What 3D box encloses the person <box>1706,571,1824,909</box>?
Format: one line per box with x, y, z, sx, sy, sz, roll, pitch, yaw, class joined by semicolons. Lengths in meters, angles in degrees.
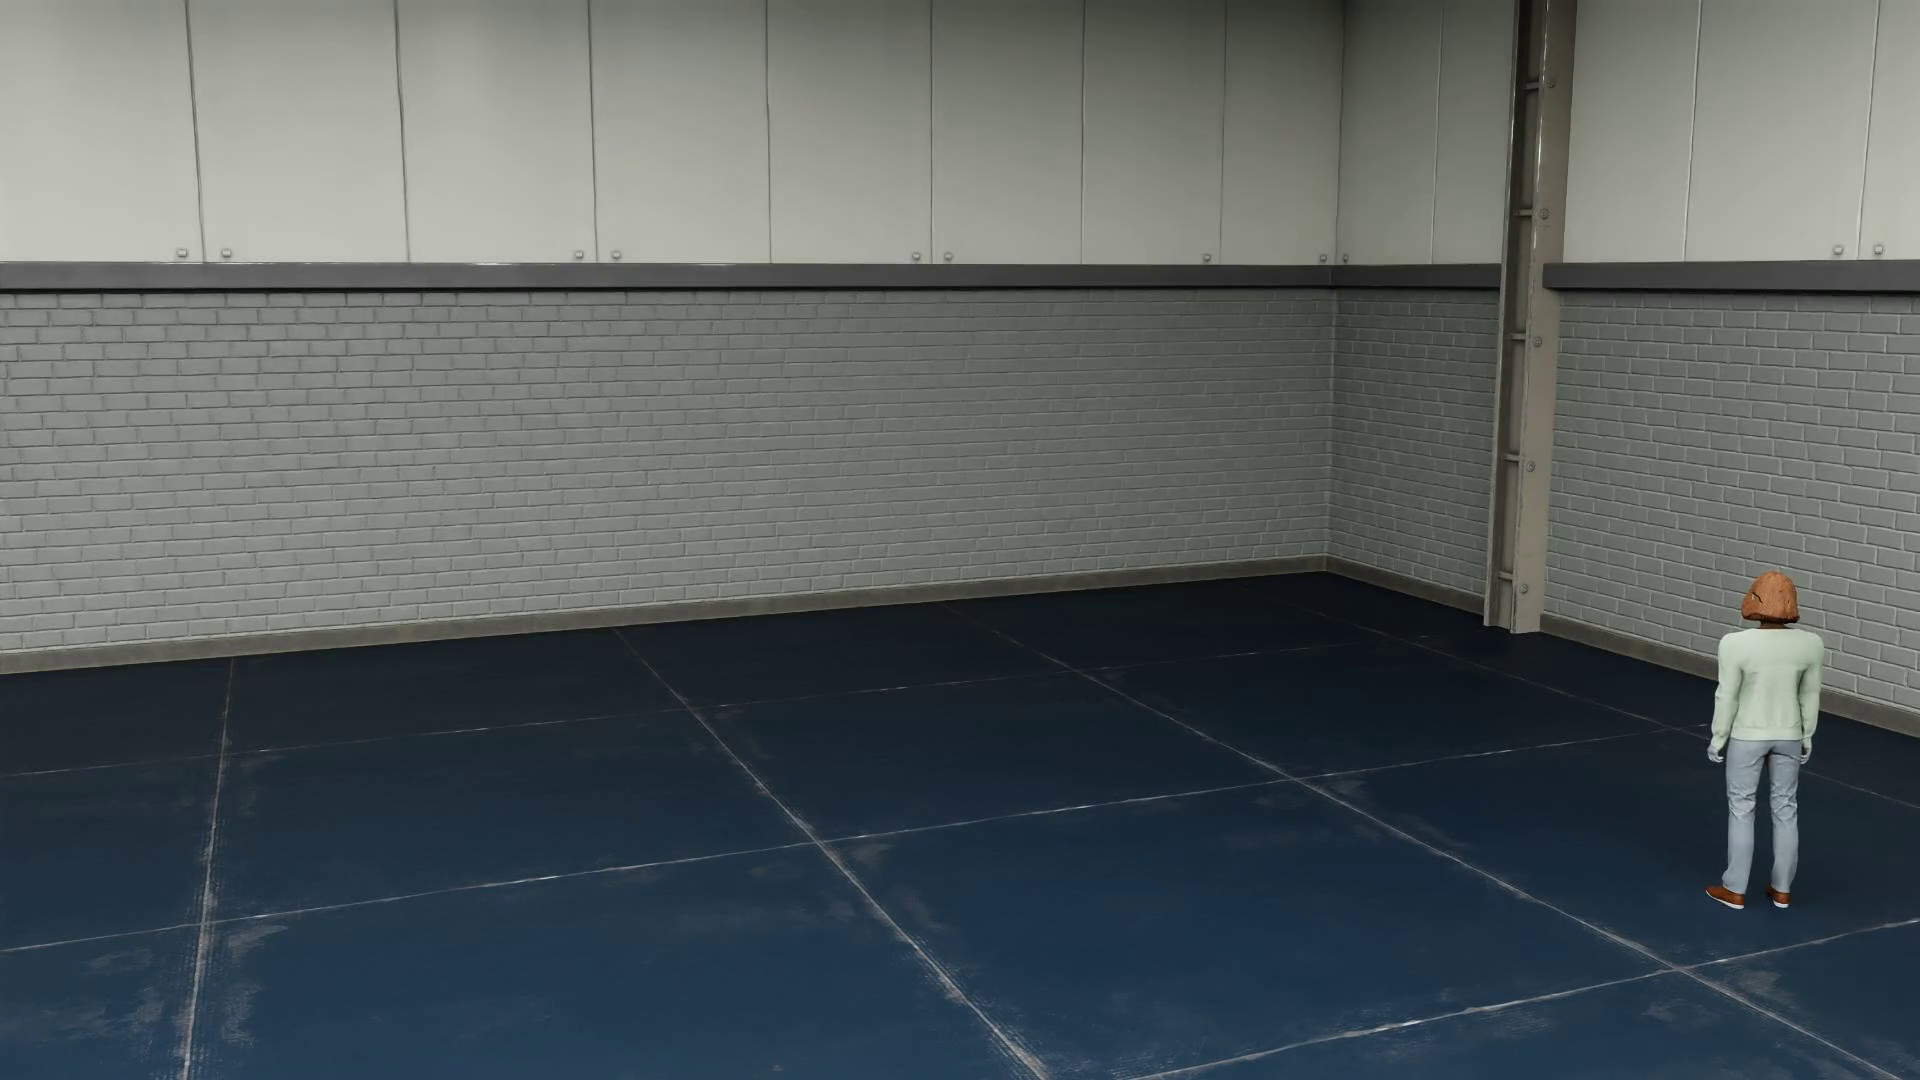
3.844;0.960;7.966;0.504;1.633;0.279;0;9;-1;person
